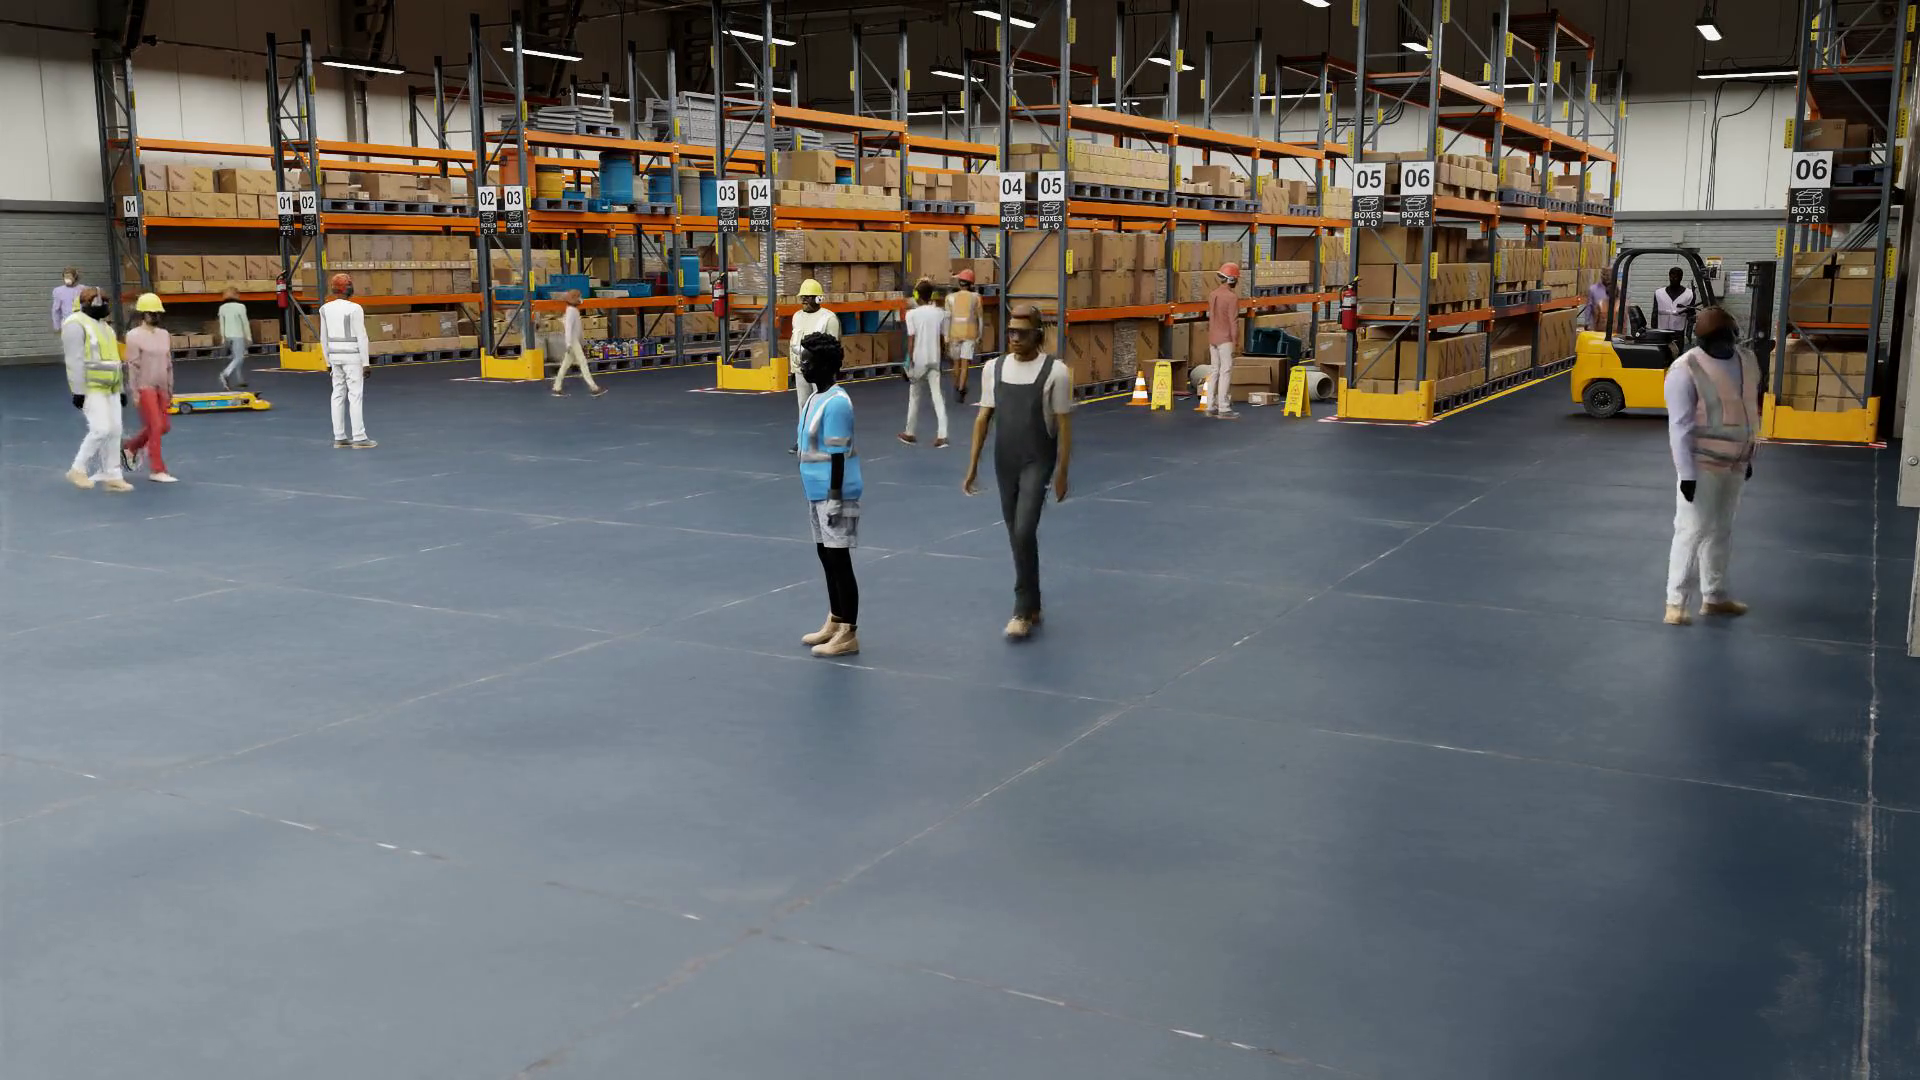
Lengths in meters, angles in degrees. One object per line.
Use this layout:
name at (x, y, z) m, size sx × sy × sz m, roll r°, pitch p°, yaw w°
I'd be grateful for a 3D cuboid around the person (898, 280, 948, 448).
person at (-0.369, -1.914, 18.122) m, size 0.539 × 1.815 × 0.997 m, roll -5°, pitch 11°, yaw -27°

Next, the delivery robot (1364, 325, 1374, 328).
delivery robot at (9.405, -4.728, 37.993) m, size 0.477 × 0.478 × 0.707 m, roll -3°, pitch 10°, yaw -19°

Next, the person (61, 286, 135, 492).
person at (-7.562, -1.308, 14.577) m, size 0.440 × 1.816 × 0.656 m, roll 1°, pitch 10°, yaw 4°

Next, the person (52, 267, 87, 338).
person at (-14.270, -3.452, 26.857) m, size 0.640 × 1.913 × 0.864 m, roll -1°, pitch 10°, yaw -7°

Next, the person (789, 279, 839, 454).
person at (-1.548, -1.799, 17.381) m, size 0.590 × 1.833 × 0.404 m, roll 6°, pitch 11°, yaw 31°

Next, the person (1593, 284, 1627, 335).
person at (10.440, -3.308, 26.789) m, size 0.546 × 1.621 × 0.562 m, roll 6°, pitch 12°, yaw 33°

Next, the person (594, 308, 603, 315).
person at (-8.508, -5.643, 39.493) m, size 0.607 × 1.966 × 0.367 m, roll 8°, pitch 13°, yaw 41°

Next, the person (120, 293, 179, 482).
person at (-7.523, -1.401, 15.324) m, size 0.622 × 1.750 × 0.530 m, roll 3°, pitch 10°, yaw 15°

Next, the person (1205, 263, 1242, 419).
person at (3.392, -2.543, 21.285) m, size 0.401 × 1.990 × 0.615 m, roll -4°, pitch 11°, yaw -24°

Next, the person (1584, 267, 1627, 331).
person at (11.055, -3.731, 28.552) m, size 0.673 × 1.874 × 0.817 m, roll 5°, pitch 11°, yaw 27°

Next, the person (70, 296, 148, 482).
person at (-7.867, -1.393, 15.323) m, size 0.487 × 1.725 × 0.488 m, roll -5°, pitch 11°, yaw -27°

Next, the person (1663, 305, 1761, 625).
person at (4.293, -0.416, 9.398) m, size 0.754 × 1.810 × 0.433 m, roll -5°, pitch 11°, yaw -26°

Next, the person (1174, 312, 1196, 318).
person at (5.330, -5.431, 39.300) m, size 0.540 × 1.590 × 0.841 m, roll 0°, pitch 10°, yaw -2°

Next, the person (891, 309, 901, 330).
person at (-1.240, -5.122, 36.571) m, size 0.547 × 1.926 × 0.543 m, roll 5°, pitch 11°, yaw 26°

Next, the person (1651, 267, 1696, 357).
person at (10.503, -3.062, 24.540) m, size 0.588 × 1.914 × 0.392 m, roll 5°, pitch 11°, yaw 29°

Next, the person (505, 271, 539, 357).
person at (-8.030, -3.984, 30.253) m, size 0.612 × 1.799 × 0.804 m, roll 4°, pitch 10°, yaw 21°

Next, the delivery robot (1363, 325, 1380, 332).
delivery robot at (9.397, -4.631, 37.423) m, size 0.707 × 0.478 × 0.477 m, roll -2°, pitch 10°, yaw -11°

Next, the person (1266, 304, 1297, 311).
person at (7.208, -5.202, 37.264) m, size 0.669 × 1.860 × 1.019 m, roll 7°, pitch 12°, yaw 36°

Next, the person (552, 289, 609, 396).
person at (-5.665, -2.911, 24.586) m, size 0.850 × 1.580 × 0.518 m, roll -1°, pitch 10°, yaw -5°

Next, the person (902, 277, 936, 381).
person at (-0.656, -3.499, 27.627) m, size 0.525 × 1.737 × 0.794 m, roll 6°, pitch 11°, yaw 32°

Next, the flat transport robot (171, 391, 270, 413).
flat transport robot at (-10.058, -1.847, 22.225) m, size 1.431 × 0.197 × 0.652 m, roll -6°, pitch 12°, yaw -33°

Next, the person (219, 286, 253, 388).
person at (-11.344, -3.156, 25.941) m, size 0.507 × 1.611 × 0.672 m, roll 4°, pitch 10°, yaw 22°

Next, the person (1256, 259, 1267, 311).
person at (7.387, -5.741, 39.997) m, size 1.030 × 2.005 × 0.617 m, roll 3°, pitch 10°, yaw 15°

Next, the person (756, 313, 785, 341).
person at (-3.386, -3.859, 29.681) m, size 0.536 × 1.746 × 0.476 m, roll 1°, pitch 10°, yaw 4°

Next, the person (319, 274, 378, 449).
person at (-6.602, -1.919, 17.931) m, size 0.584 × 1.884 × 0.347 m, roll 4°, pitch 10°, yaw 21°

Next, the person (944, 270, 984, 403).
person at (0.064, -2.913, 23.779) m, size 0.543 × 1.868 × 1.013 m, roll 2°, pitch 10°, yaw 11°

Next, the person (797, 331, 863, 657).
person at (-0.684, -0.239, 8.672) m, size 0.321 × 1.689 × 0.530 m, roll -4°, pitch 10°, yaw -20°

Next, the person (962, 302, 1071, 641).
person at (0.291, -0.368, 9.033) m, size 0.534 × 1.817 × 0.731 m, roll 6°, pitch 11°, yaw 32°
